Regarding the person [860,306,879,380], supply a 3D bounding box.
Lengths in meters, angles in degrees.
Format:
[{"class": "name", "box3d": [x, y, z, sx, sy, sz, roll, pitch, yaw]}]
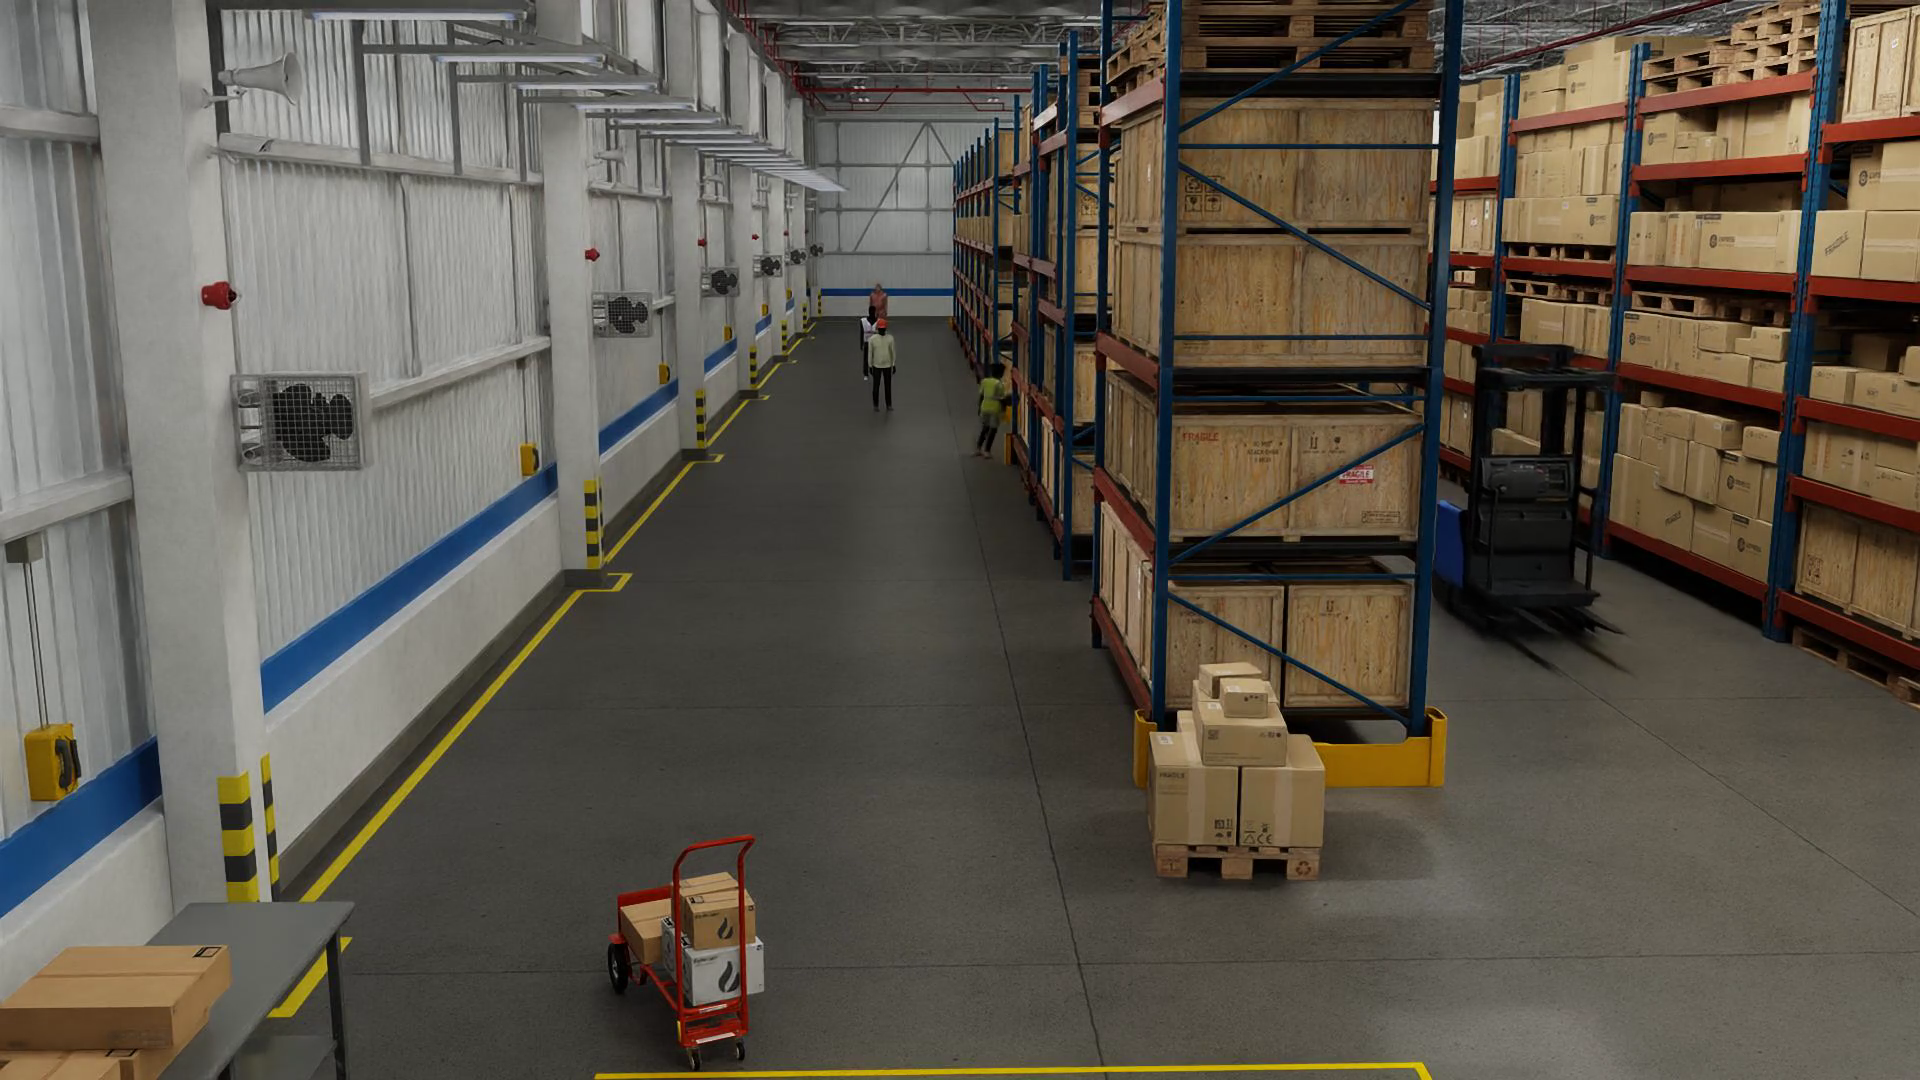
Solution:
[{"class": "person", "box3d": [-2.268, -5.048, 42.664, 0.599, 1.906, 0.413, -2, 11, -10]}]

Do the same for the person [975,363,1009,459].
[{"class": "person", "box3d": [0.566, -2.215, 28.539, 0.572, 1.658, 0.411, 10, 15, 42]}]

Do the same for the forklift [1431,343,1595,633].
[{"class": "forklift", "box3d": [5.668, -0.612, 17.031, 1.129, 2.768, 1.873, 0, 11, -2]}]

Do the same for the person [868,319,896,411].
[{"class": "person", "box3d": [-1.670, -3.755, 35.724, 0.613, 1.989, 0.403, -3, 11, -16]}]

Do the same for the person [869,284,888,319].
[{"class": "person", "box3d": [-2.852, -7.953, 57.825, 0.664, 1.870, 0.885, 1, 11, 5]}]
